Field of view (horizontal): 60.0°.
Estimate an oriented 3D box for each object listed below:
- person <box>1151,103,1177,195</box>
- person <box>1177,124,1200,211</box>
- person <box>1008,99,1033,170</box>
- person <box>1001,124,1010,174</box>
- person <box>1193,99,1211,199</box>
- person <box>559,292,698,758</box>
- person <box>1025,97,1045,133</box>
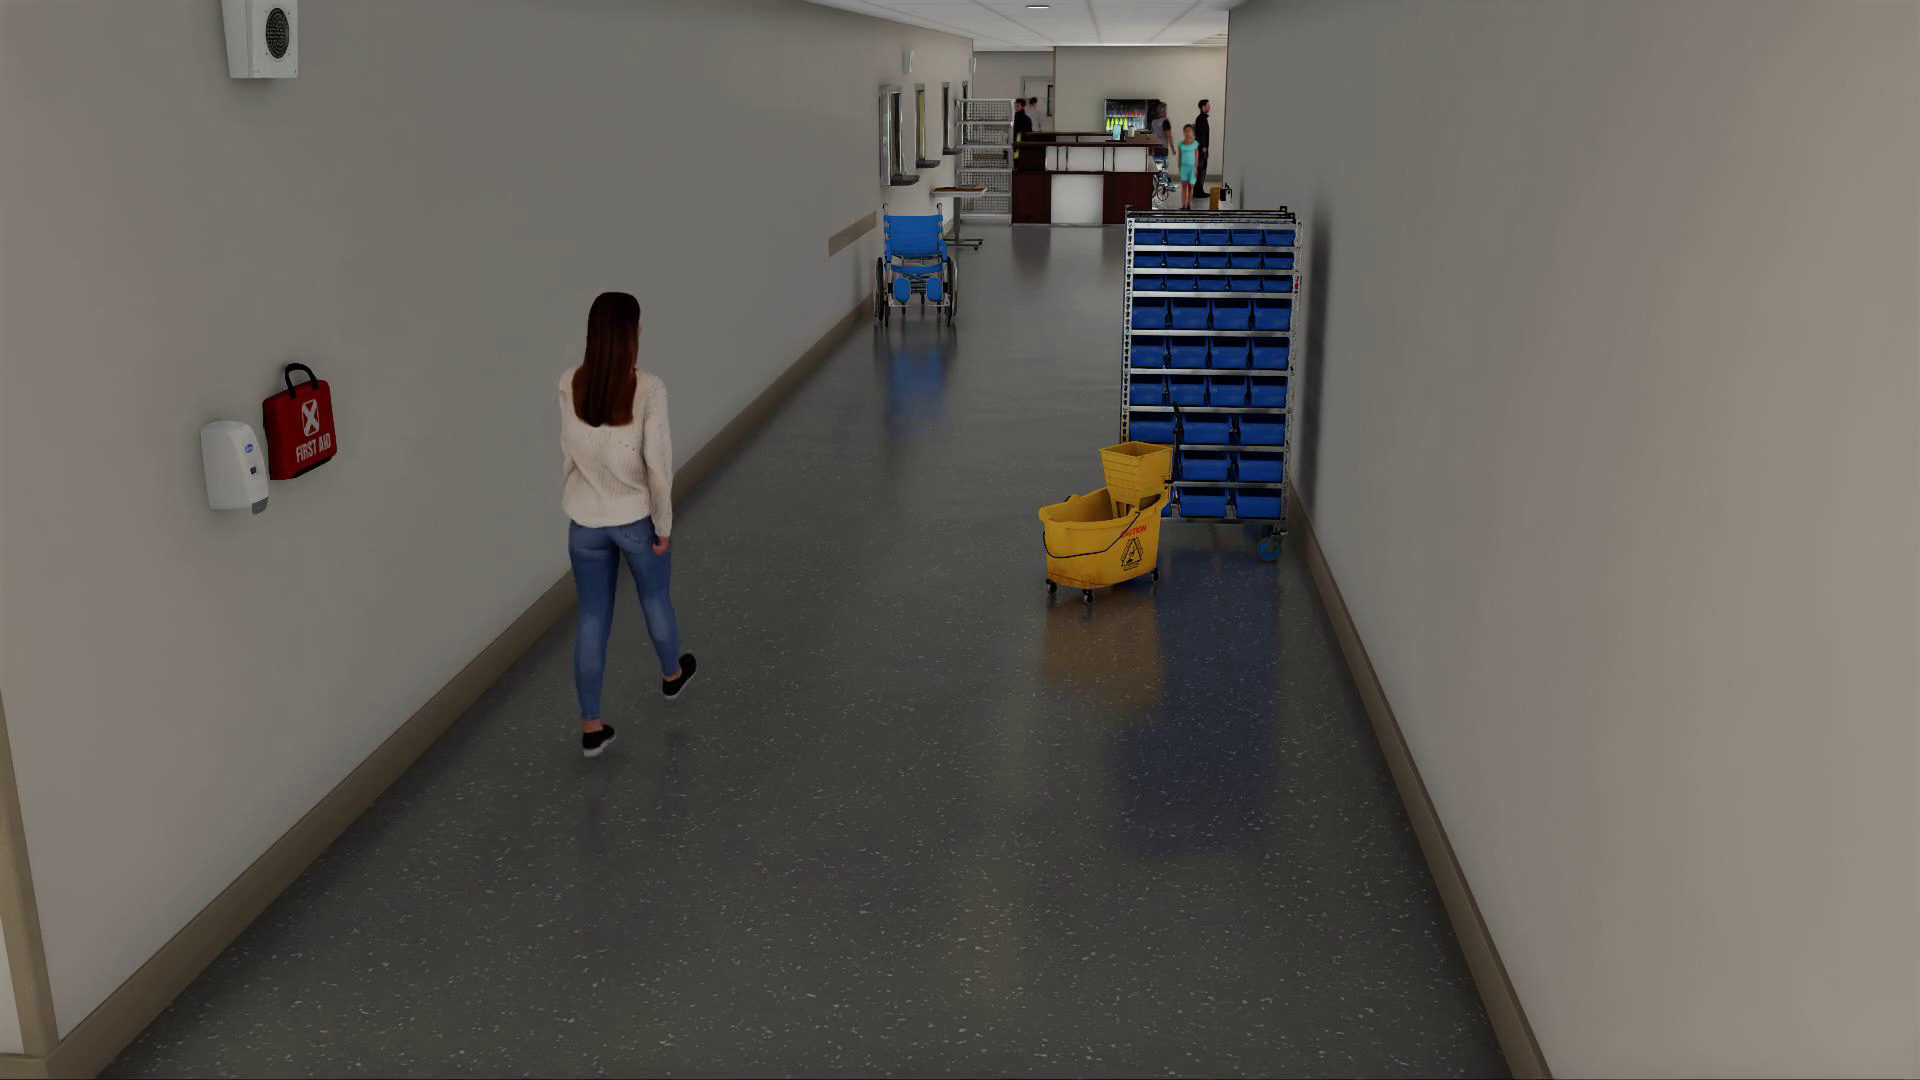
[{"bbox_3d":[3.984,-7.843,33.501,1.278,1.792,1.084,-8,17,-25],"label":"person"},{"bbox_3d":[4.018,-6.475,29.150,1.019,1.520,0.645,3,16,9],"label":"person"},{"bbox_3d":[1.255,-7.828,33.231,1.214,1.910,1.137,-12,19,-35],"label":"person"},{"bbox_3d":[1.214,-9.655,40.917,0.724,1.217,0.663,-10,19,-33],"label":"person"},{"bbox_3d":[4.821,-7.795,33.101,0.627,1.915,0.716,-1,16,-3],"label":"person"},{"bbox_3d":[-1.276,-0.022,6.031,1.064,1.644,0.759,3,16,10],"label":"person"},{"bbox_3d":[1.741,-9.943,40.922,0.957,1.806,0.925,6,17,22],"label":"person"}]
